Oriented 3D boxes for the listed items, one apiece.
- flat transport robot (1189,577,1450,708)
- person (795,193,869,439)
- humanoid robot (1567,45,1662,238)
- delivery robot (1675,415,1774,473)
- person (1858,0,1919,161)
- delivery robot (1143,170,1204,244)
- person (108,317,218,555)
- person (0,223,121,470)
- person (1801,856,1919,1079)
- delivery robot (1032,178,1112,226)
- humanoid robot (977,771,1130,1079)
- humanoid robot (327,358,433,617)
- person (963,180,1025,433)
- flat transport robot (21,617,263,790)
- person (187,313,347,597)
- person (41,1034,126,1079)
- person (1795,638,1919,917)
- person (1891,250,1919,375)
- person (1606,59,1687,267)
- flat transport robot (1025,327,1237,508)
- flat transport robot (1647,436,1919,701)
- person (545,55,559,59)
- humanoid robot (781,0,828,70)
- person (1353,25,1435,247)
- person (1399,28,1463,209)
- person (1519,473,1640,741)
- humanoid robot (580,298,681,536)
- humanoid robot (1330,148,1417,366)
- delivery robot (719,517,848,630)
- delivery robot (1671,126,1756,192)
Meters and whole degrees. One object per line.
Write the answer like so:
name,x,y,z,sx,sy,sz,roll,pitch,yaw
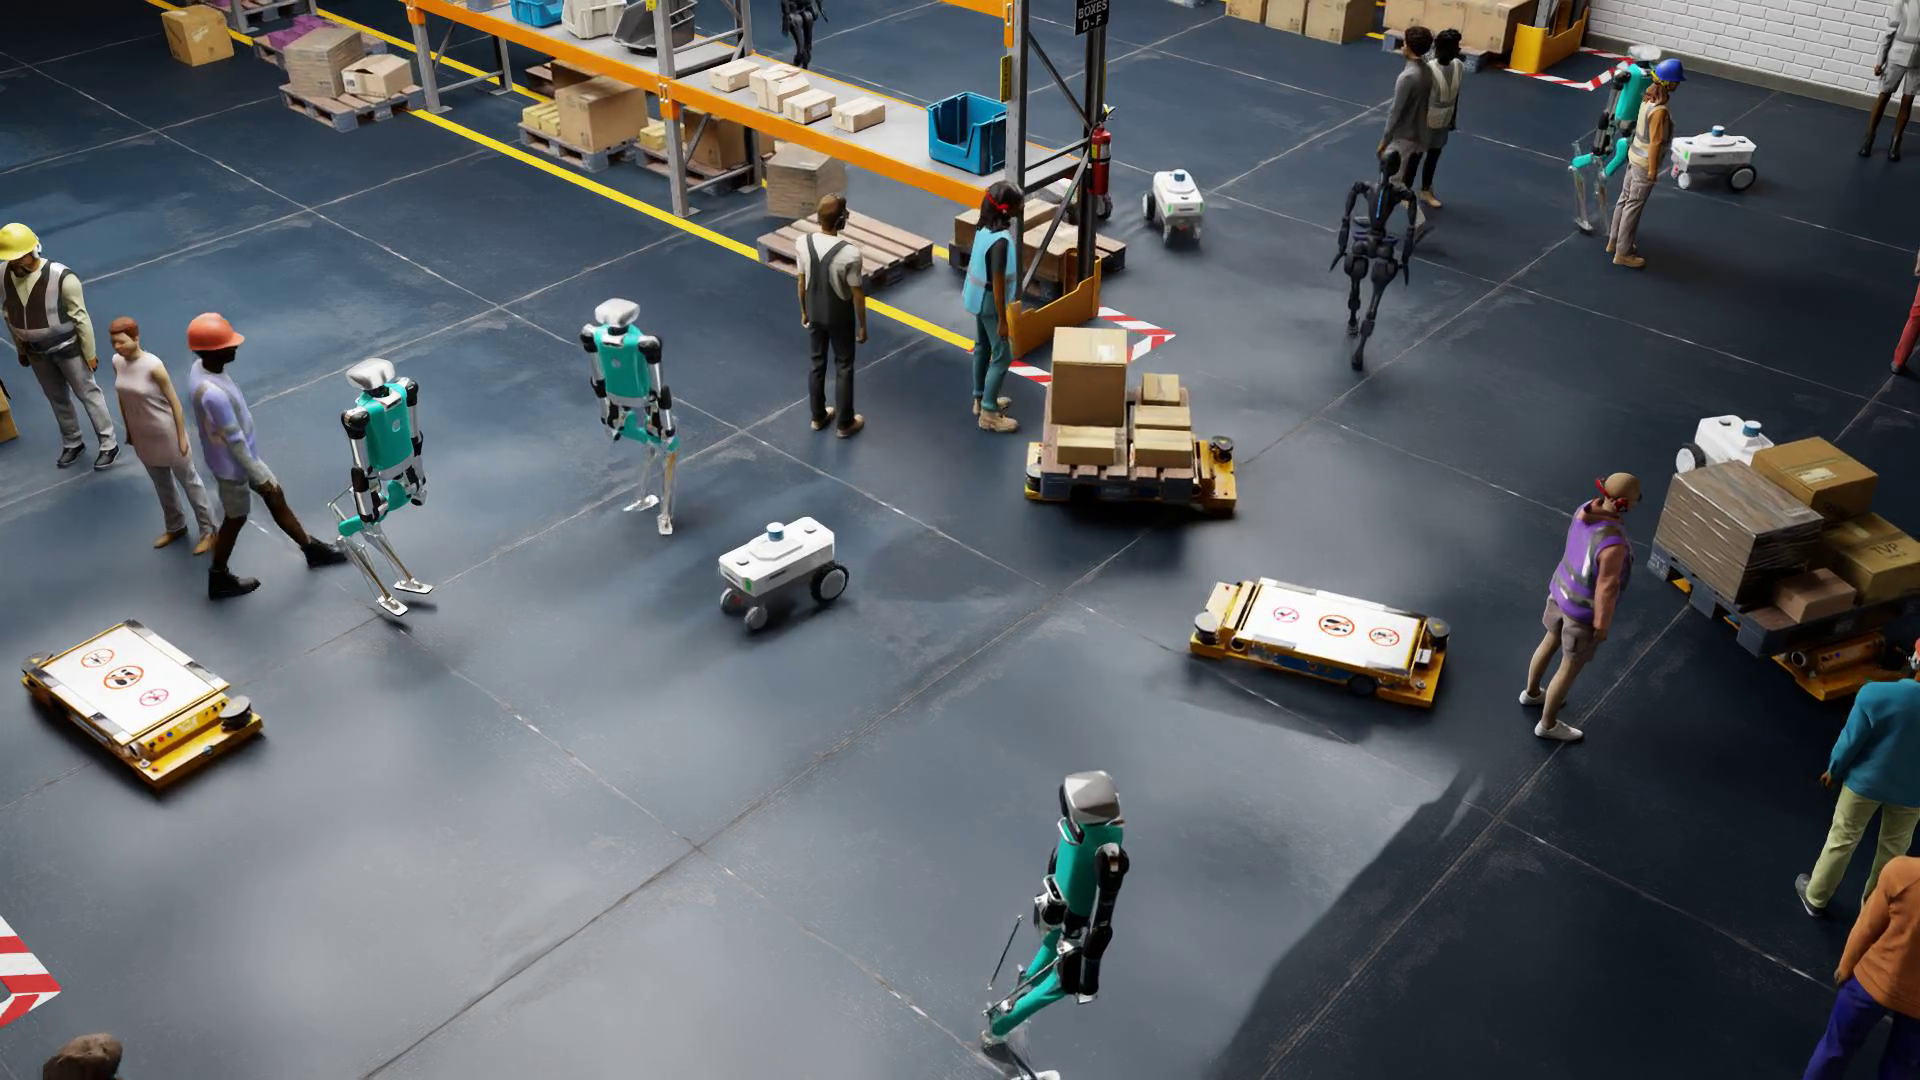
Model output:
flat transport robot,2.158,0.584,9.964,1.431,0.231,0.659,13,37,18
person,-0.891,-1.561,11.695,0.521,1.835,0.356,13,37,19
humanoid robot,5.683,-3.513,14.643,0.557,1.828,0.738,-11,36,-15
delivery robot,5.320,-0.540,11.358,0.499,0.614,0.808,-8,35,-11
person,9.159,-4.632,16.068,0.546,1.926,0.388,13,37,18
delivery robot,1.954,-3.034,14.964,0.499,0.606,0.807,-3,35,-4
person,-5.089,-0.658,10.538,0.458,1.658,0.277,10,36,14
person,-6.185,-1.318,11.356,0.590,1.825,0.403,4,35,6
person,3.834,1.789,6.724,0.517,1.974,0.398,19,39,25
delivery robot,1.003,-3.208,15.206,0.499,0.595,0.781,-21,40,-27
humanoid robot,0.295,1.786,7.020,0.746,1.887,0.538,-10,36,-14
humanoid robot,-3.529,-0.352,9.910,0.735,1.677,0.533,16,38,22
person,0.233,-1.642,11.794,0.415,1.862,0.630,-2,35,-3
flat transport robot,-4.700,0.896,9.512,1.431,0.231,0.659,24,41,30
person,-4.371,-0.518,10.142,0.911,1.888,0.557,-13,37,-18
person,-3.143,2.377,6.170,0.563,1.632,0.380,1,35,2
person,4.415,1.115,7.887,0.571,1.749,0.340,10,36,15
person,7.404,-2.008,12.408,0.521,1.761,0.318,26,42,32
person,5.834,-3.208,14.129,0.308,1.778,0.462,4,35,5
flat transport robot,1.180,-0.496,11.529,1.431,0.231,0.659,3,35,4
flat transport robot,5.023,0.428,10.190,0.659,0.231,1.431,-12,36,-17
person,-4.559,-6.111,18.364,0.336,1.741,0.562,-5,35,-8
humanoid robot,-1.689,-5.665,17.781,0.336,1.647,0.590,28,44,34
person,3.912,-3.513,14.494,0.737,1.872,0.556,25,42,32
person,4.277,-3.787,15.044,0.534,1.692,0.319,-19,39,-26
person,3.387,0.351,9.055,0.354,1.685,0.486,-1,35,-2
humanoid robot,-2.006,-0.849,10.755,0.585,1.774,0.823,11,36,15
humanoid robot,3.183,-2.208,12.816,0.613,1.609,0.821,12,36,16
delivery robot,-1.117,0.158,10.324,0.784,0.589,0.499,-27,43,-33
delivery robot,7.168,-3.647,15.836,0.759,0.588,0.522,-2,35,-3
